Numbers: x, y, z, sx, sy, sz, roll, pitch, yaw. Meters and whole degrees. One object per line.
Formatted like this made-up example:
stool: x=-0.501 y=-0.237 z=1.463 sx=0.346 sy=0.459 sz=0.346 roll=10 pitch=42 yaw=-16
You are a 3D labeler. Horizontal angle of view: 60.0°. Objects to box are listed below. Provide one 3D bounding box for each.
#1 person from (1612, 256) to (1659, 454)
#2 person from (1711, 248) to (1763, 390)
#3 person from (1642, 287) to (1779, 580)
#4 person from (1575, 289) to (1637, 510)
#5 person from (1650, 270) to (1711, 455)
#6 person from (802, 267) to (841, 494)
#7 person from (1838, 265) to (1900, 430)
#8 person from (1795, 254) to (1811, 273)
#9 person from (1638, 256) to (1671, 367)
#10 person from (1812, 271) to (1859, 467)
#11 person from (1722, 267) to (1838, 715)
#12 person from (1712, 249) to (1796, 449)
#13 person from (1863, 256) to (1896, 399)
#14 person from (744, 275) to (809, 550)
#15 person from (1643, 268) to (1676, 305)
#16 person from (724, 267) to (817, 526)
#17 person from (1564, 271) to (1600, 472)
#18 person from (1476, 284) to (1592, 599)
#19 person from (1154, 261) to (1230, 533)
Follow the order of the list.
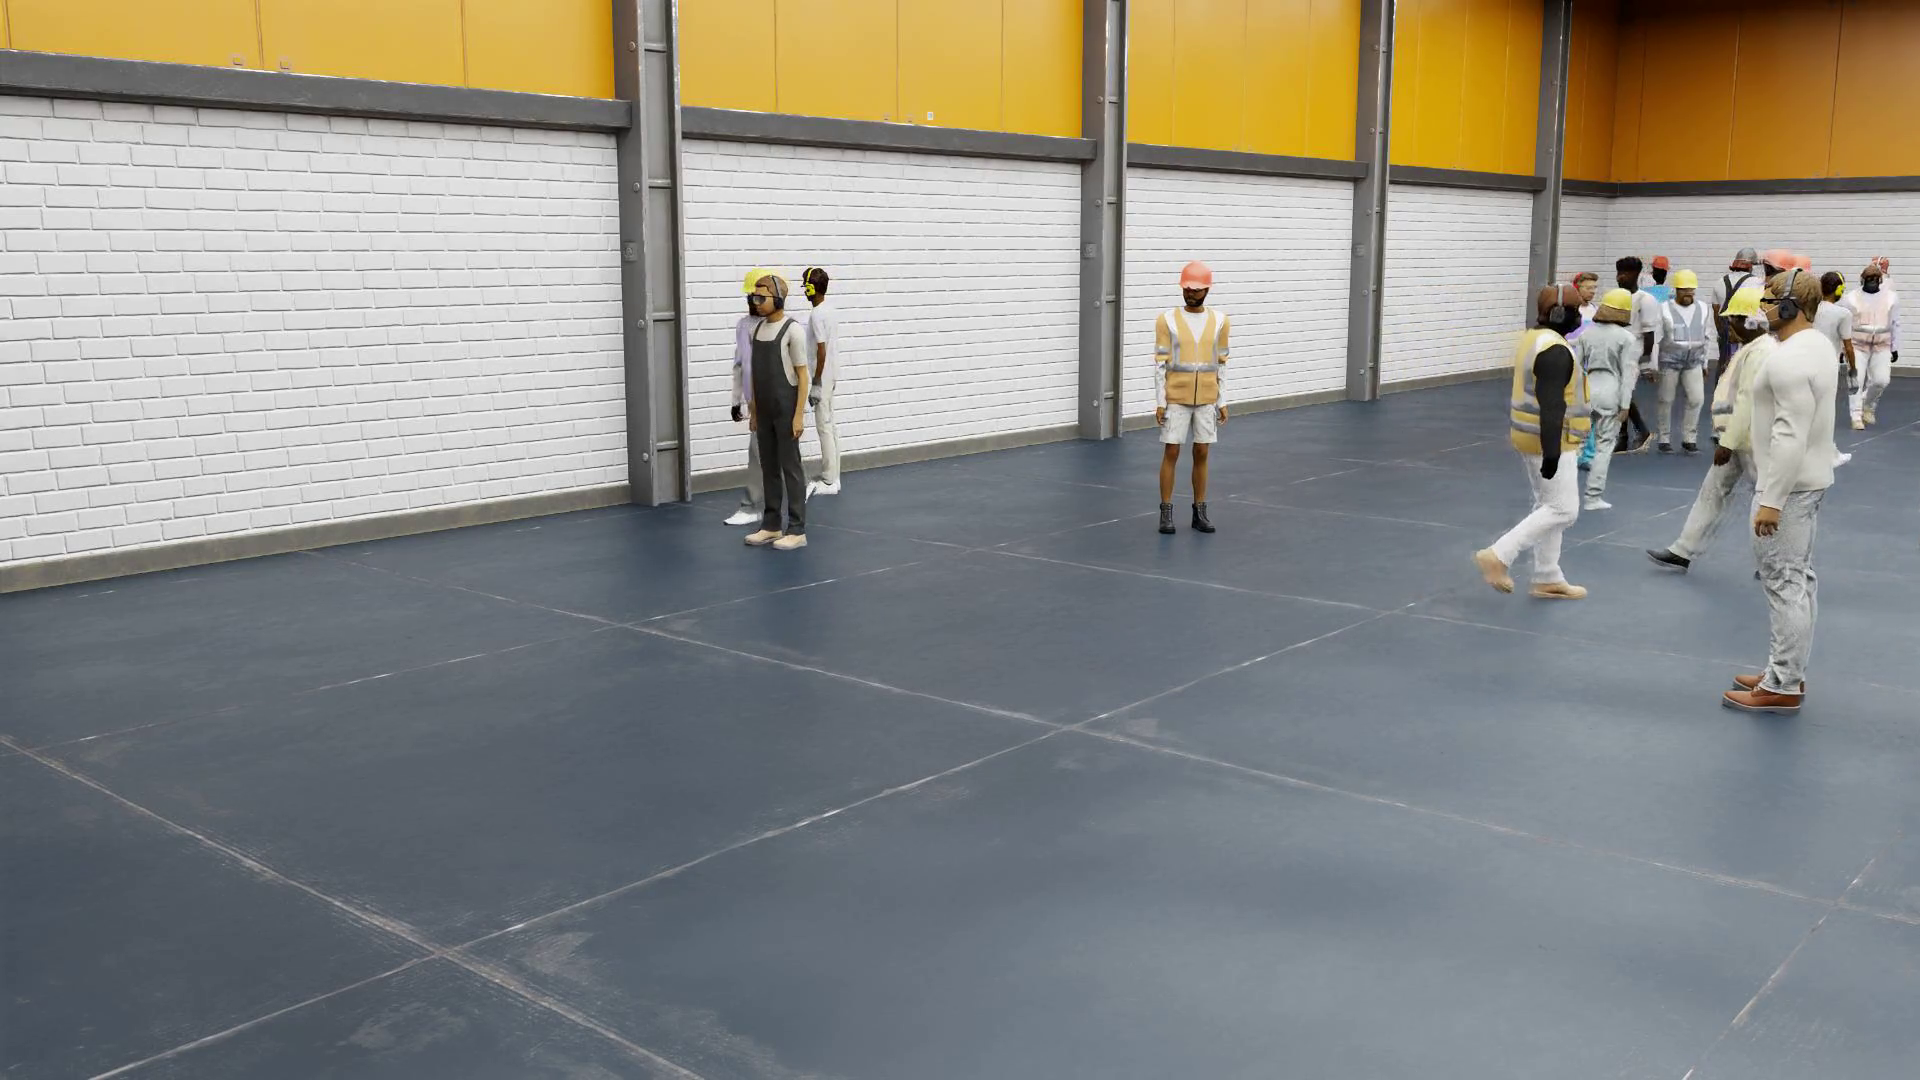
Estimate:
person: x=6.485 y=-1.786 z=16.224 sx=0.414 sy=1.951 sz=0.618 roll=-2 pitch=10 yaw=-11
person: x=9.644 y=-2.587 z=20.510 sx=0.538 sy=2.000 sz=0.681 roll=-6 pitch=12 yaw=-31
person: x=4.749 y=-0.635 z=10.128 sx=0.934 sy=1.782 sz=0.606 roll=3 pitch=10 yaw=17
person: x=4.908 y=-1.075 z=12.836 sx=0.592 sy=1.713 sz=0.528 roll=-8 pitch=13 yaw=-38
person: x=7.027 y=-1.711 z=16.176 sx=0.631 sy=1.806 sz=0.657 roll=0 pitch=10 yaw=1
person: x=-1.155 y=-1.300 z=13.692 sx=0.335 sy=1.864 sz=0.521 roll=2 pitch=10 yaw=9
person: x=10.123 y=-2.143 z=18.572 sx=0.654 sy=1.832 sz=0.433 roll=3 pitch=10 yaw=15
person: x=8.527 y=-1.968 z=17.223 sx=0.639 sy=1.961 sz=0.584 roll=1 pitch=10 yaw=6
person: x=11.538 y=-3.799 z=27.906 sx=0.314 sy=1.886 sz=0.718 roll=-5 pitch=11 yaw=-25
person: x=7.858 y=-1.523 z=15.101 sx=1.000 sy=1.813 sz=0.551 roll=-5 pitch=11 yaw=-26
person: x=3.600 y=-0.209 z=7.259 sx=0.366 sy=1.938 sz=0.630 roll=7 pitch=12 yaw=35
person: x=7.553 y=-1.729 z=15.697 sx=0.521 sy=2.014 sz=0.647 roll=-4 pitch=11 yaw=-20
person: x=12.312 y=-2.856 z=22.419 sx=0.406 sy=1.910 sz=0.639 roll=8 pitch=13 yaw=39
person: x=-1.233 y=-0.856 z=11.211 sx=0.517 sy=1.843 sz=0.325 roll=9 pitch=14 yaw=43
person: x=11.348 y=-3.566 z=27.052 sx=0.535 sy=1.699 sz=0.322 roll=3 pitch=10 yaw=18
person: x=-1.413 y=-1.085 z=12.395 sx=0.600 sy=1.891 sz=0.920 roll=9 pitch=13 yaw=41
person: x=5.613 y=-1.553 z=15.261 sx=0.575 sy=1.820 sz=0.800 roll=-2 pitch=10 yaw=-11
person: x=3.326 y=-0.548 z=9.507 sx=0.568 sy=1.823 sz=0.637 roll=1 pitch=10 yaw=8
person: x=1.648 y=-1.004 z=11.807 sx=0.545 sy=1.933 sz=0.376 roll=-1 pitch=10 yaw=-7
